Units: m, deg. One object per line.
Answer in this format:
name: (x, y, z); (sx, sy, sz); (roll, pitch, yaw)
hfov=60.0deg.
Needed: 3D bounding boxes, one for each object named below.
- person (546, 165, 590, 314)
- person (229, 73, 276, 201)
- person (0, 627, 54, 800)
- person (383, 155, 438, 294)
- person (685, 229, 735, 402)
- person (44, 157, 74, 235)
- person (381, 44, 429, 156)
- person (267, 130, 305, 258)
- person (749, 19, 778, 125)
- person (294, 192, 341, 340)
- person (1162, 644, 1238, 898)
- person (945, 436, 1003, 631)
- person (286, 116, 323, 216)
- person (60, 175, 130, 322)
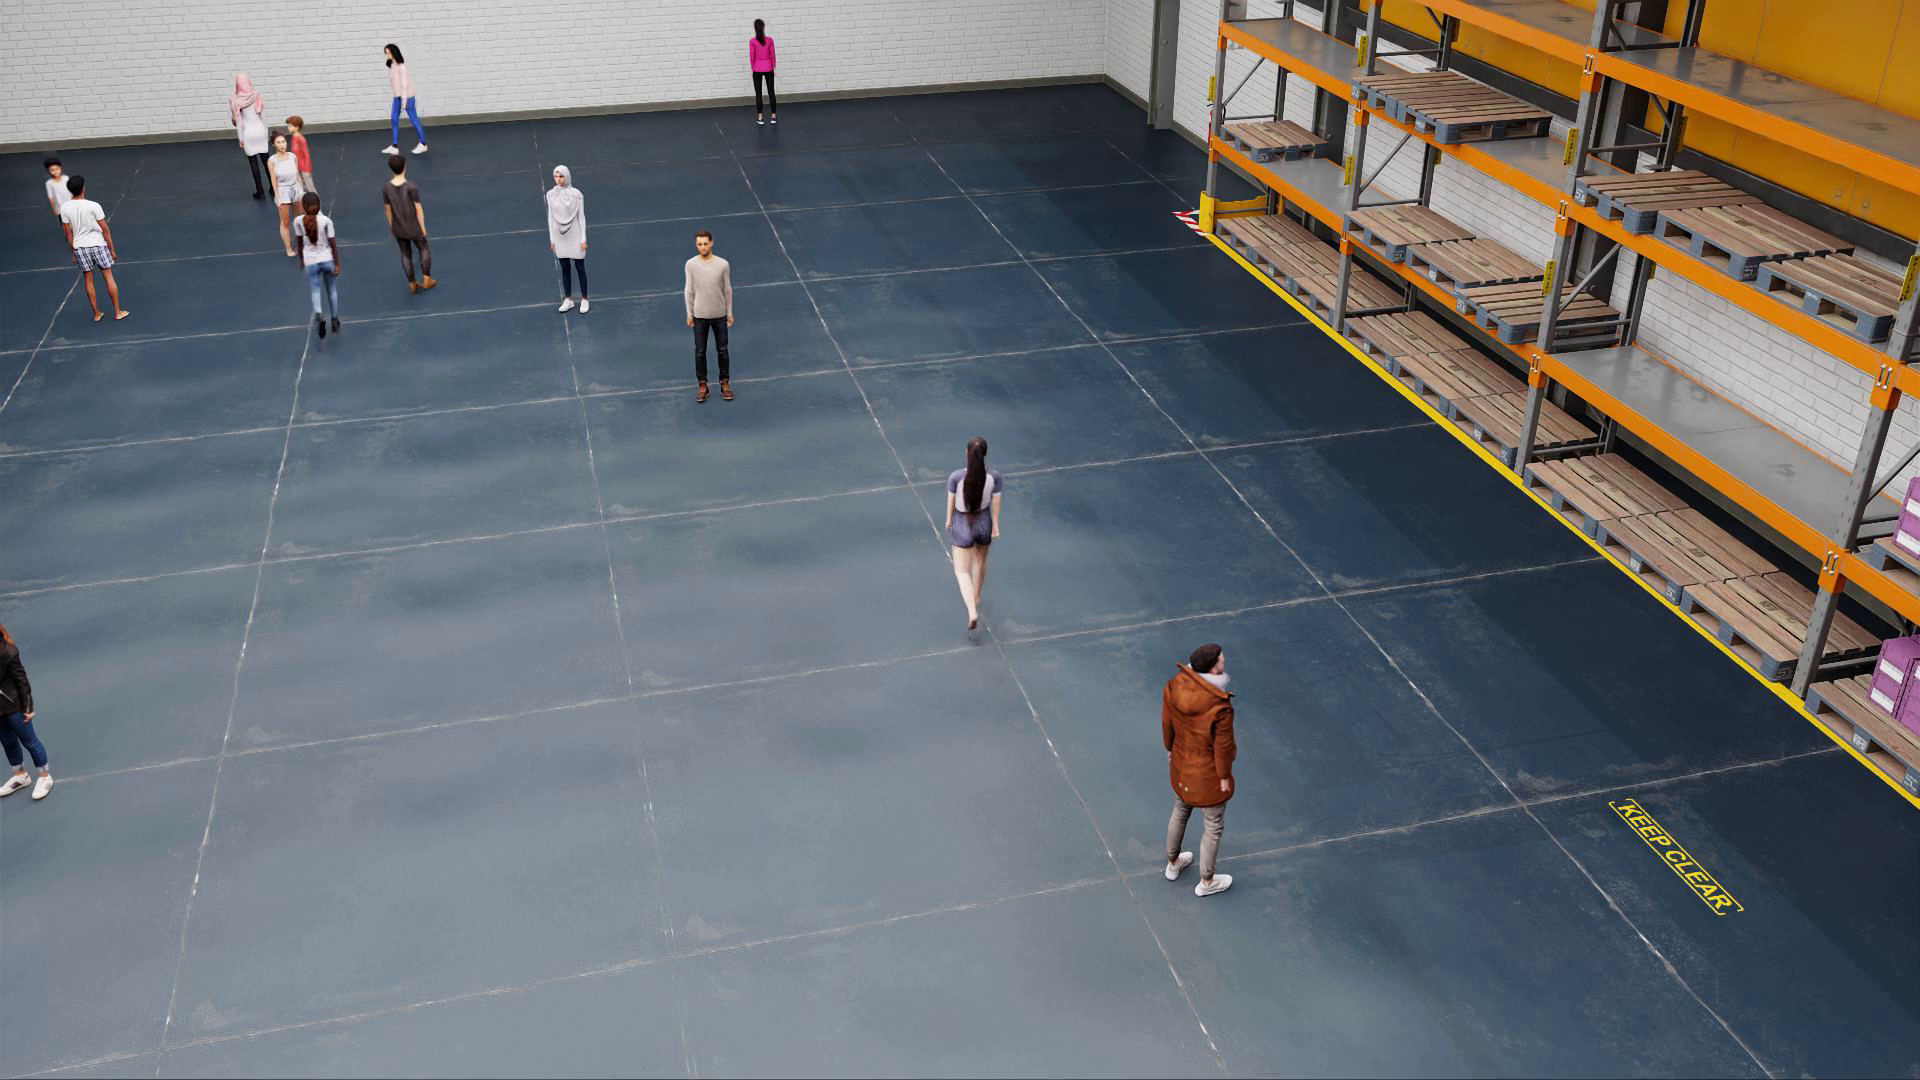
person: (-4.691, -3.616, 19.958); (0.676, 1.776, 0.649); (3, 29, 6)
person: (-10.184, -5.825, 23.978); (0.760, 1.804, 0.735); (25, 38, 38)
person: (-6.642, 1.128, 11.568); (0.633, 1.482, 0.623); (3, 29, 6)
person: (-6.823, -3.856, 20.474); (0.749, 1.702, 0.773); (2, 29, 4)
person: (-2.652, -2.395, 17.623); (0.660, 1.868, 0.583); (-5, 29, -9)
person: (-11.901, -4.468, 22.068); (0.592, 1.251, 0.643); (-24, 37, -37)
person: (-8.602, -6.899, 26.022); (1.017, 1.732, 1.032); (-25, 37, -38)
person: (-8.822, -4.556, 21.854); (0.675, 1.609, 0.649); (23, 36, 36)
person: (-3.283, -7.820, 27.744); (0.576, 1.699, 0.538); (-7, 29, -12)
person: (-7.394, -3.144, 19.166); (0.594, 1.706, 0.910); (-6, 29, -11)
person: (1.530, 1.451, 10.602); (0.894, 1.839, 0.803); (-23, 36, -36)
person: (0.114, -0.043, 13.569); (0.602, 1.621, 0.965); (-6, 29, -11)
person: (-9.190, -5.228, 23.288); (0.567, 1.416, 0.658); (24, 37, 37)
person: (-10.298, -3.451, 19.703); (0.670, 1.731, 0.563); (-4, 29, -7)
